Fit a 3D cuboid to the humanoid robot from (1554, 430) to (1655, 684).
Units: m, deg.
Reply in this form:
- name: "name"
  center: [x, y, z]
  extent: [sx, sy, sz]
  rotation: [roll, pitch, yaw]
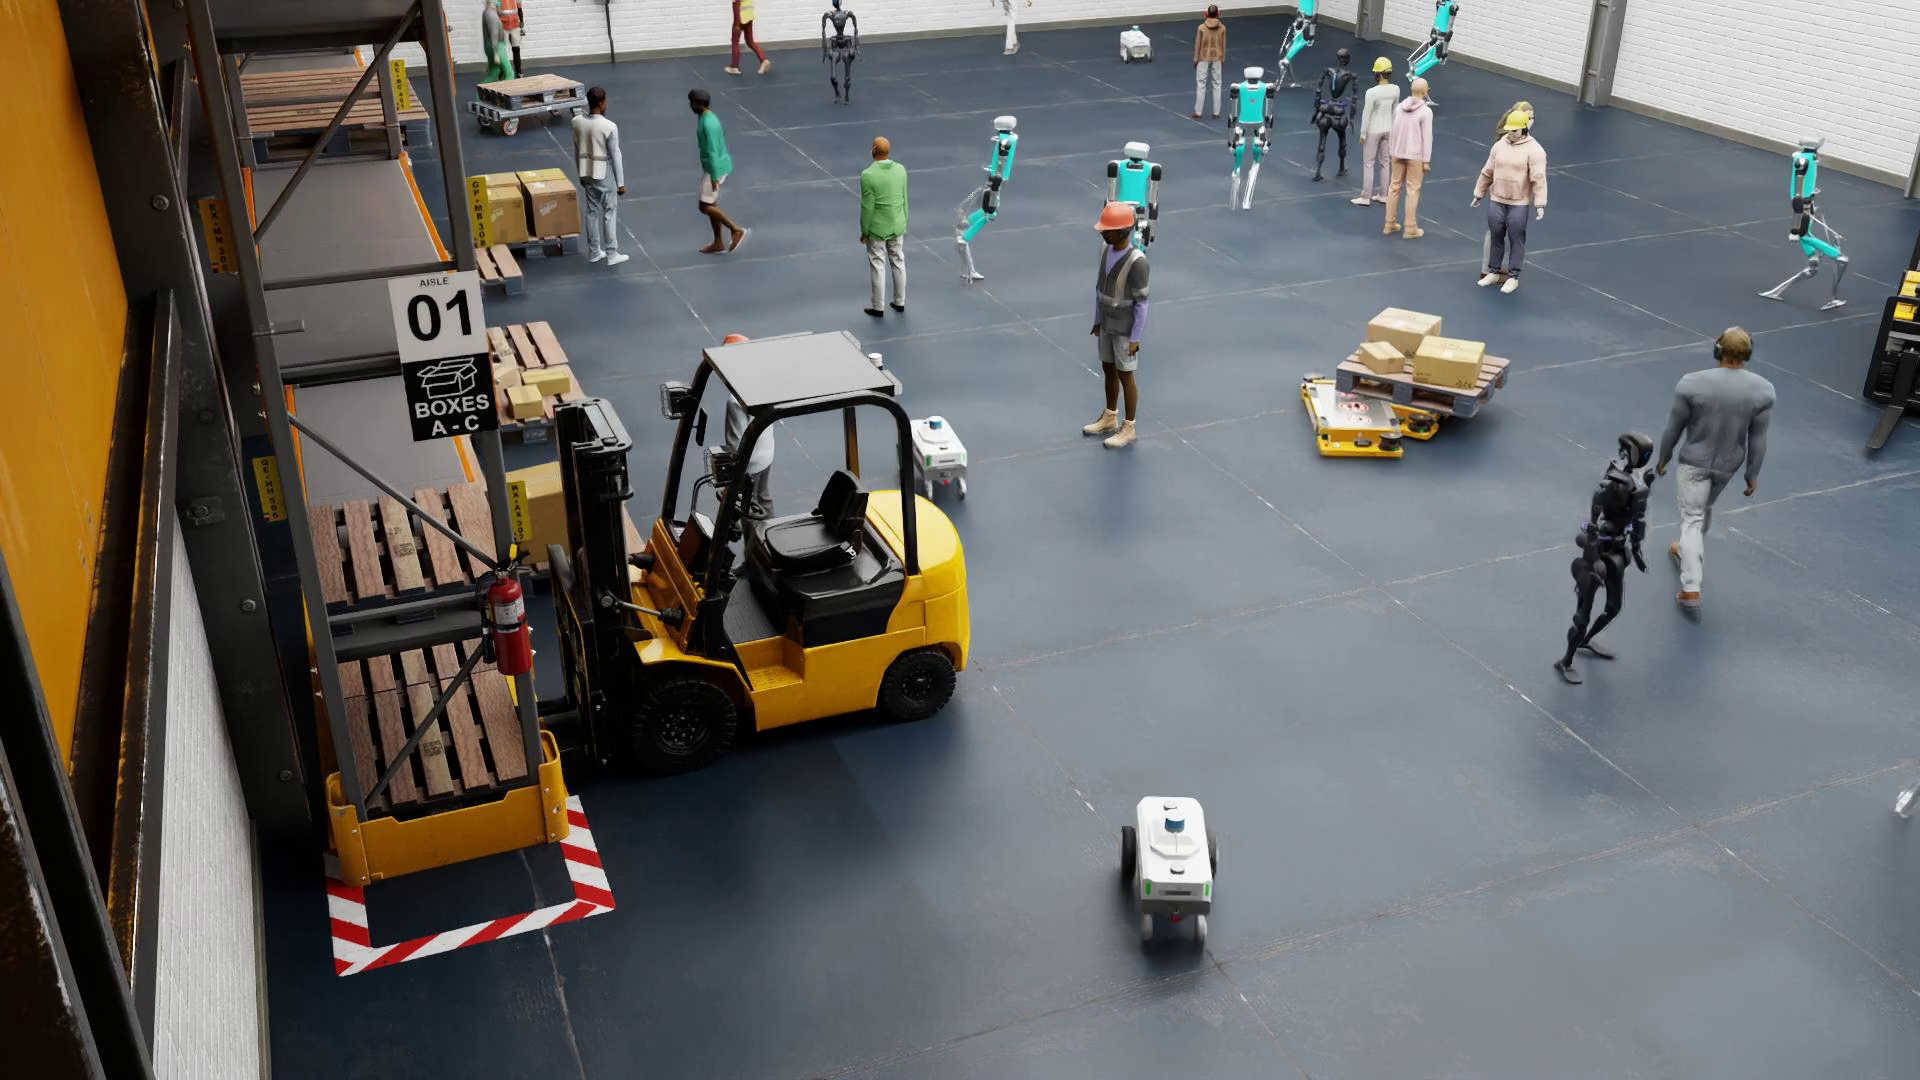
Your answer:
- name: "humanoid robot"
  center: [3.994, 0.061, 10.290]
  extent: [0.603, 1.641, 0.368]
  rotation: [-17, 31, -30]

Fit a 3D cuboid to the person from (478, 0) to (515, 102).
- name: "person"
  center: [-6.954, -7.338, 24.898]
  extent: [0.825, 1.824, 0.526]
  rotation: [-13, 29, -24]

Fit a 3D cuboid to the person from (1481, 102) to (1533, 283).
- name: "person"
  center: [5.745, -3.666, 17.495]
  extent: [0.394, 1.874, 0.553]
  rotation: [14, 30, 26]

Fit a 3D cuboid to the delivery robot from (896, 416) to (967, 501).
- name: "delivery robot"
  center: [-0.191, -0.694, 13.010]
  extent: [0.499, 0.560, 0.734]
  rotation: [-7, 27, -13]

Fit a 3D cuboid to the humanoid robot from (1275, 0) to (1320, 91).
- name: "humanoid robot"
  center: [5.244, -7.887, 26.171]
  extent: [0.754, 1.899, 0.545]
  rotation: [-11, 29, -20]

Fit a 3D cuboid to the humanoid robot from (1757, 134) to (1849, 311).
- name: "humanoid robot"
  center: [8.665, -3.114, 16.610]
  extent: [1.004, 1.767, 0.546]
  rotation: [16, 31, 29]

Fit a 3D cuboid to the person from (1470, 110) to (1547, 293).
- name: "person"
  center: [5.708, -3.519, 17.229]
  extent: [0.814, 1.854, 0.432]
  rotation: [24, 35, 39]

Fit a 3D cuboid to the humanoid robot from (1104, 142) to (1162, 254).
- name: "humanoid robot"
  center: [1.641, -2.880, 16.124]
  extent: [0.550, 1.816, 0.761]
  rotation: [3, 27, 6]

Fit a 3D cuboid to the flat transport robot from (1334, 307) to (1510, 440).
- name: "flat transport robot"
  center: [3.990, -1.233, 14.440]
  extent: [0.659, 0.231, 1.431]
  rotation: [16, 31, 29]

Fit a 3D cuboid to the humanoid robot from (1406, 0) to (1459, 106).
- name: "humanoid robot"
  center: [6.959, -7.328, 24.781]
  extent: [0.735, 1.677, 0.533]
  rotation: [-6, 27, -11]

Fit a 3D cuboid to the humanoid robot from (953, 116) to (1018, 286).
- name: "humanoid robot"
  center: [0.187, -3.525, 17.409]
  extent: [0.821, 1.802, 0.541]
  rotation: [2, 27, 5]

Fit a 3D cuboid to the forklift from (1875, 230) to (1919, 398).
- name: "forklift"
  center: [9.029, -2.397, 14.618]
  extent: [1.214, 2.155, 2.313]
  rotation: [18, 32, 32]

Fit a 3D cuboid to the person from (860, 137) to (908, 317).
- name: "person"
  center: [-0.754, -3.091, 16.453]
  extent: [0.534, 1.784, 0.383]
  rotation: [-18, 32, -31]

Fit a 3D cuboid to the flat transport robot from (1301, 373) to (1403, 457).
- name: "flat transport robot"
  center: [3.305, -1.059, 14.094]
  extent: [0.659, 0.231, 1.431]
  rotation: [2, 27, 3]

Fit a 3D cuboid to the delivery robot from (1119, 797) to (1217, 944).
- name: "delivery robot"
  center: [1.074, 1.633, 8.439]
  extent: [0.499, 0.610, 0.813]
  rotation: [1, 27, 2]

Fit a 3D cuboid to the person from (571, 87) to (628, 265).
- name: "person"
  center: [-3.888, -3.921, 17.970]
  extent: [0.596, 1.906, 0.409]
  rotation: [12, 29, 23]

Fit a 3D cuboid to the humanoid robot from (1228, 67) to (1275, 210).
- name: "humanoid robot"
  center: [3.444, -4.751, 19.914]
  extent: [0.541, 1.881, 0.752]
  rotation: [3, 27, 5]

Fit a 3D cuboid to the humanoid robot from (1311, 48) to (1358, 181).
- name: "humanoid robot"
  center: [4.807, -5.468, 21.319]
  extent: [0.609, 1.638, 0.688]
  rotation: [17, 31, 31]

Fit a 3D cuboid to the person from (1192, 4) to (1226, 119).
- name: "person"
  center: [3.660, -7.011, 24.403]
  extent: [0.460, 1.645, 0.315]
  rotation: [-2, 27, -4]

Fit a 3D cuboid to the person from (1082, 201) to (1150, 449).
- name: "person"
  center: [1.256, -1.739, 13.478]
  extent: [0.390, 2.039, 0.612]
  rotation: [-13, 30, -25]

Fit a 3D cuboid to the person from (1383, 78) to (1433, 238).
- name: "person"
  center: [5.110, -4.342, 18.938]
  extent: [0.400, 1.781, 0.535]
  rotation: [-22, 34, -36]

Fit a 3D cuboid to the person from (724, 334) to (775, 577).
- name: "person"
  center: [-1.474, -0.587, 11.517]
  extent: [0.350, 1.740, 0.573]
  rotation: [8, 28, 15]

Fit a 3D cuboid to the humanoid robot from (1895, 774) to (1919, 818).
- name: "humanoid robot"
  center: [5.312, 0.916, 8.624]
  extent: [0.537, 1.861, 0.861]
  rotation: [1, 27, 3]

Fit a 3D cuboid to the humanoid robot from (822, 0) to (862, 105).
- name: "humanoid robot"
  center: [-1.789, -7.446, 25.231]
  extent: [0.615, 1.651, 0.360]
  rotation: [1, 27, 1]

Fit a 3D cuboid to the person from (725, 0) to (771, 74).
- name: "person"
  center: [-3.516, -8.534, 27.330]
  extent: [0.818, 1.743, 0.486]
  rotation: [17, 31, 30]

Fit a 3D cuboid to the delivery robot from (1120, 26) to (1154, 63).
- name: "delivery robot"
  center: [3.021, -8.518, 28.624]
  extent: [0.499, 0.605, 0.781]
  rotation: [-5, 27, -10]

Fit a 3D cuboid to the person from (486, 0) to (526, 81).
- name: "person"
  center: [-7.168, -8.142, 26.311]
  extent: [0.601, 1.957, 0.381]
  rotation: [-20, 33, -34]

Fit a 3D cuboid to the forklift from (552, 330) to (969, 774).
- name: "forklift"
  center: [-1.094, 0.010, 9.831]
  extent: [2.313, 2.155, 1.214]
  rotation: [-10, 28, -20]

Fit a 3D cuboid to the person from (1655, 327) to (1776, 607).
- name: "person"
  center: [5.064, -0.515, 11.220]
  extent: [0.627, 1.880, 1.023]
  rotation: [3, 27, 5]

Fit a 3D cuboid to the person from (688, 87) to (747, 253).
- name: "person"
  center: [-2.700, -4.048, 18.310]
  extent: [0.503, 1.823, 0.530]
  rotation: [-4, 27, -8]

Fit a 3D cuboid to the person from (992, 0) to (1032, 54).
- name: "person"
  center: [0.931, -9.501, 29.125]
  extent: [0.688, 1.836, 0.802]
  rotation: [10, 29, 20]

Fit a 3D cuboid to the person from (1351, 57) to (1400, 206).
- name: "person"
  center: [5.056, -4.951, 20.178]
  extent: [0.526, 1.759, 0.333]
  rotation: [-14, 30, -26]
